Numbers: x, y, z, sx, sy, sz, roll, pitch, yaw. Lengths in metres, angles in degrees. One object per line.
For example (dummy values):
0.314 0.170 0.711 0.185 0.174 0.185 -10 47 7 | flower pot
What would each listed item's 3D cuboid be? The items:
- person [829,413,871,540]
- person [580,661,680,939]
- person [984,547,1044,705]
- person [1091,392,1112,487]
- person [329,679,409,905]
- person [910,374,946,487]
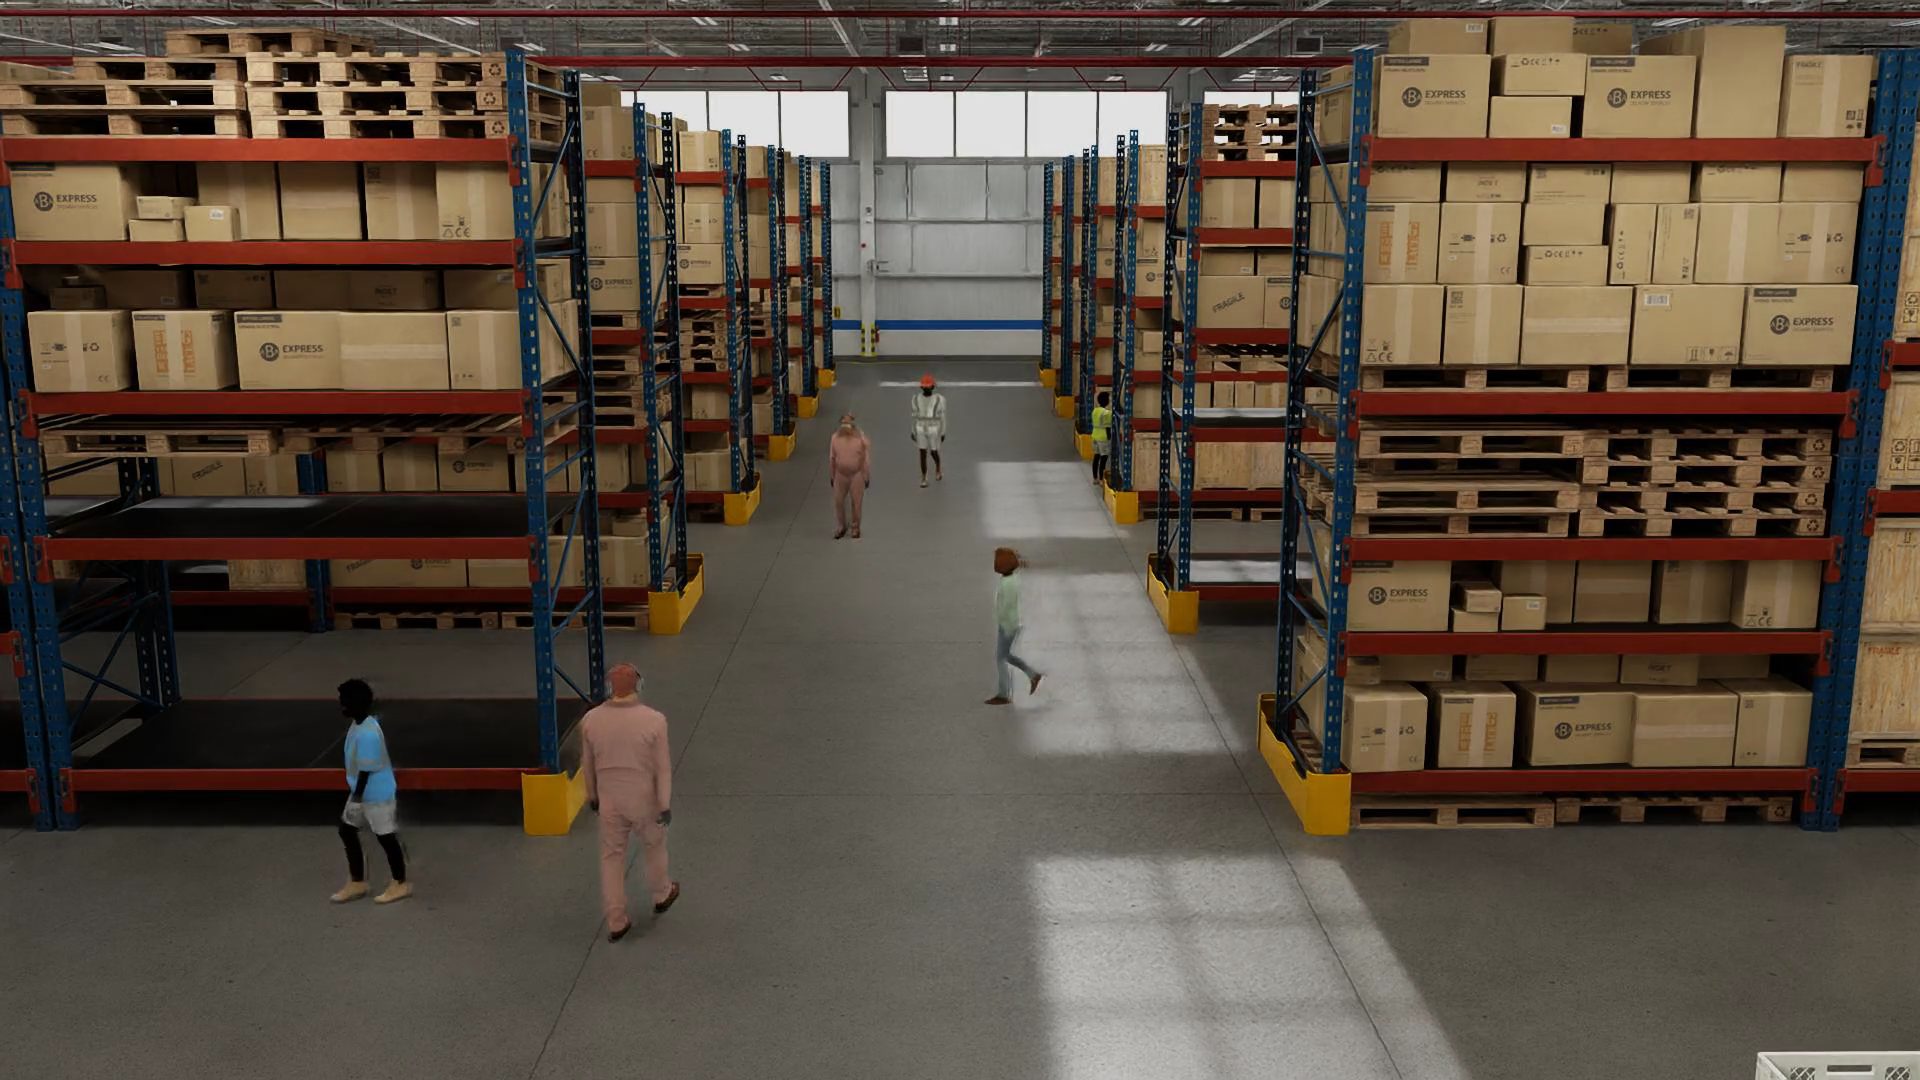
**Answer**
-1.655 -0.939 24.824 0.672 1.891 0.552 2 12 10 | person
-2.263 1.746 11.537 0.666 1.869 0.927 2 12 9 | person
0.531 0.862 16.578 0.525 1.618 0.502 0 11 0 | person
2.516 -1.790 29.546 0.319 1.692 0.534 -5 13 -25 | person
-4.254 1.808 11.759 0.649 1.670 0.539 -7 14 -32 | person
-0.560 -1.952 29.514 0.624 2.030 0.568 3 12 13 | person
